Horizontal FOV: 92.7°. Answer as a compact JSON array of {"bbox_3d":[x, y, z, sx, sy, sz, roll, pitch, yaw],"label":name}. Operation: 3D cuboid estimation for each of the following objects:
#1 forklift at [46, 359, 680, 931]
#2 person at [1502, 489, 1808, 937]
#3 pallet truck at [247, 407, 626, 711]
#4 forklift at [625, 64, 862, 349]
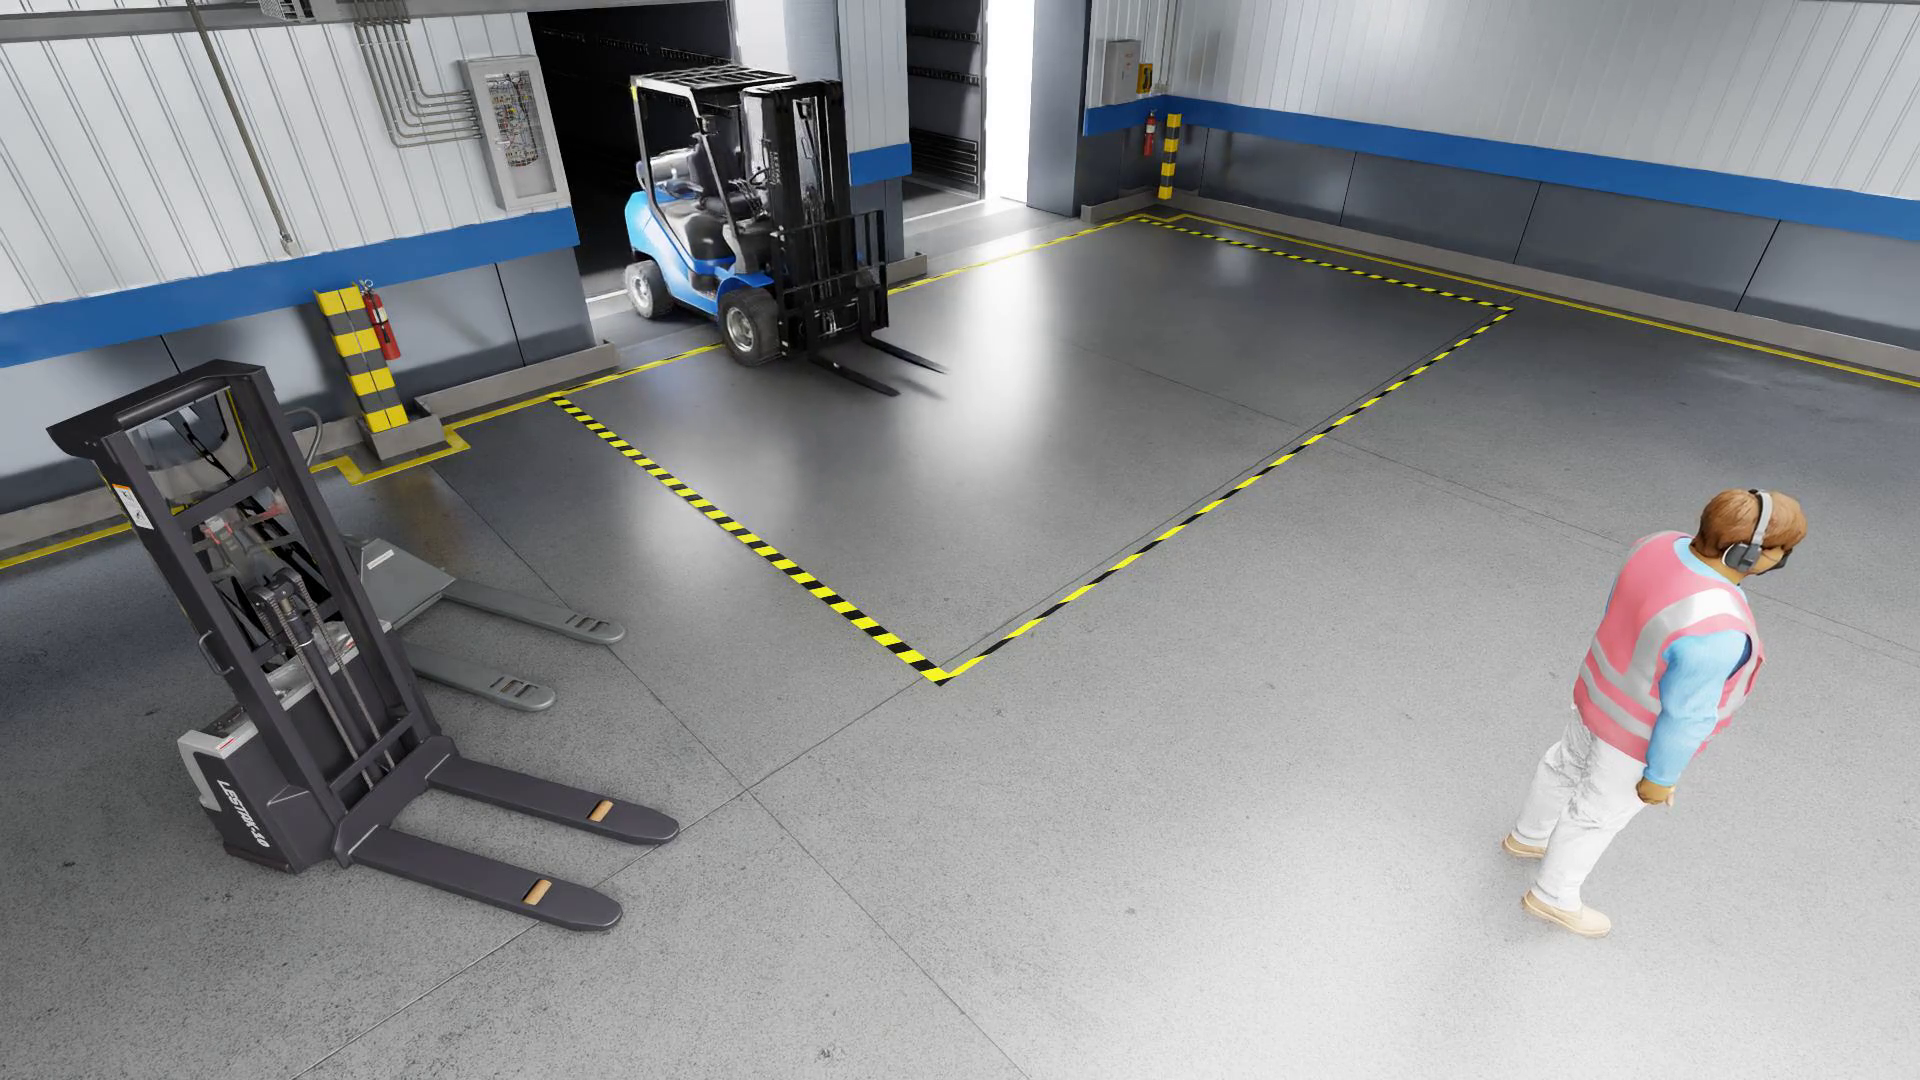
[{"bbox_3d":[-2.135,0.422,3.354,1.885,1.965,0.823,10,35,14],"label":"forklift"},{"bbox_3d":[2.364,0.625,3.194,0.429,1.844,0.625,8,35,12],"label":"person"},{"bbox_3d":[-2.628,0.038,4.590,1.601,1.201,0.680,12,36,18],"label":"pallet truck"},{"bbox_3d":[-1.971,-3.031,8.105,2.680,2.036,1.157,29,44,36],"label":"forklift"}]
